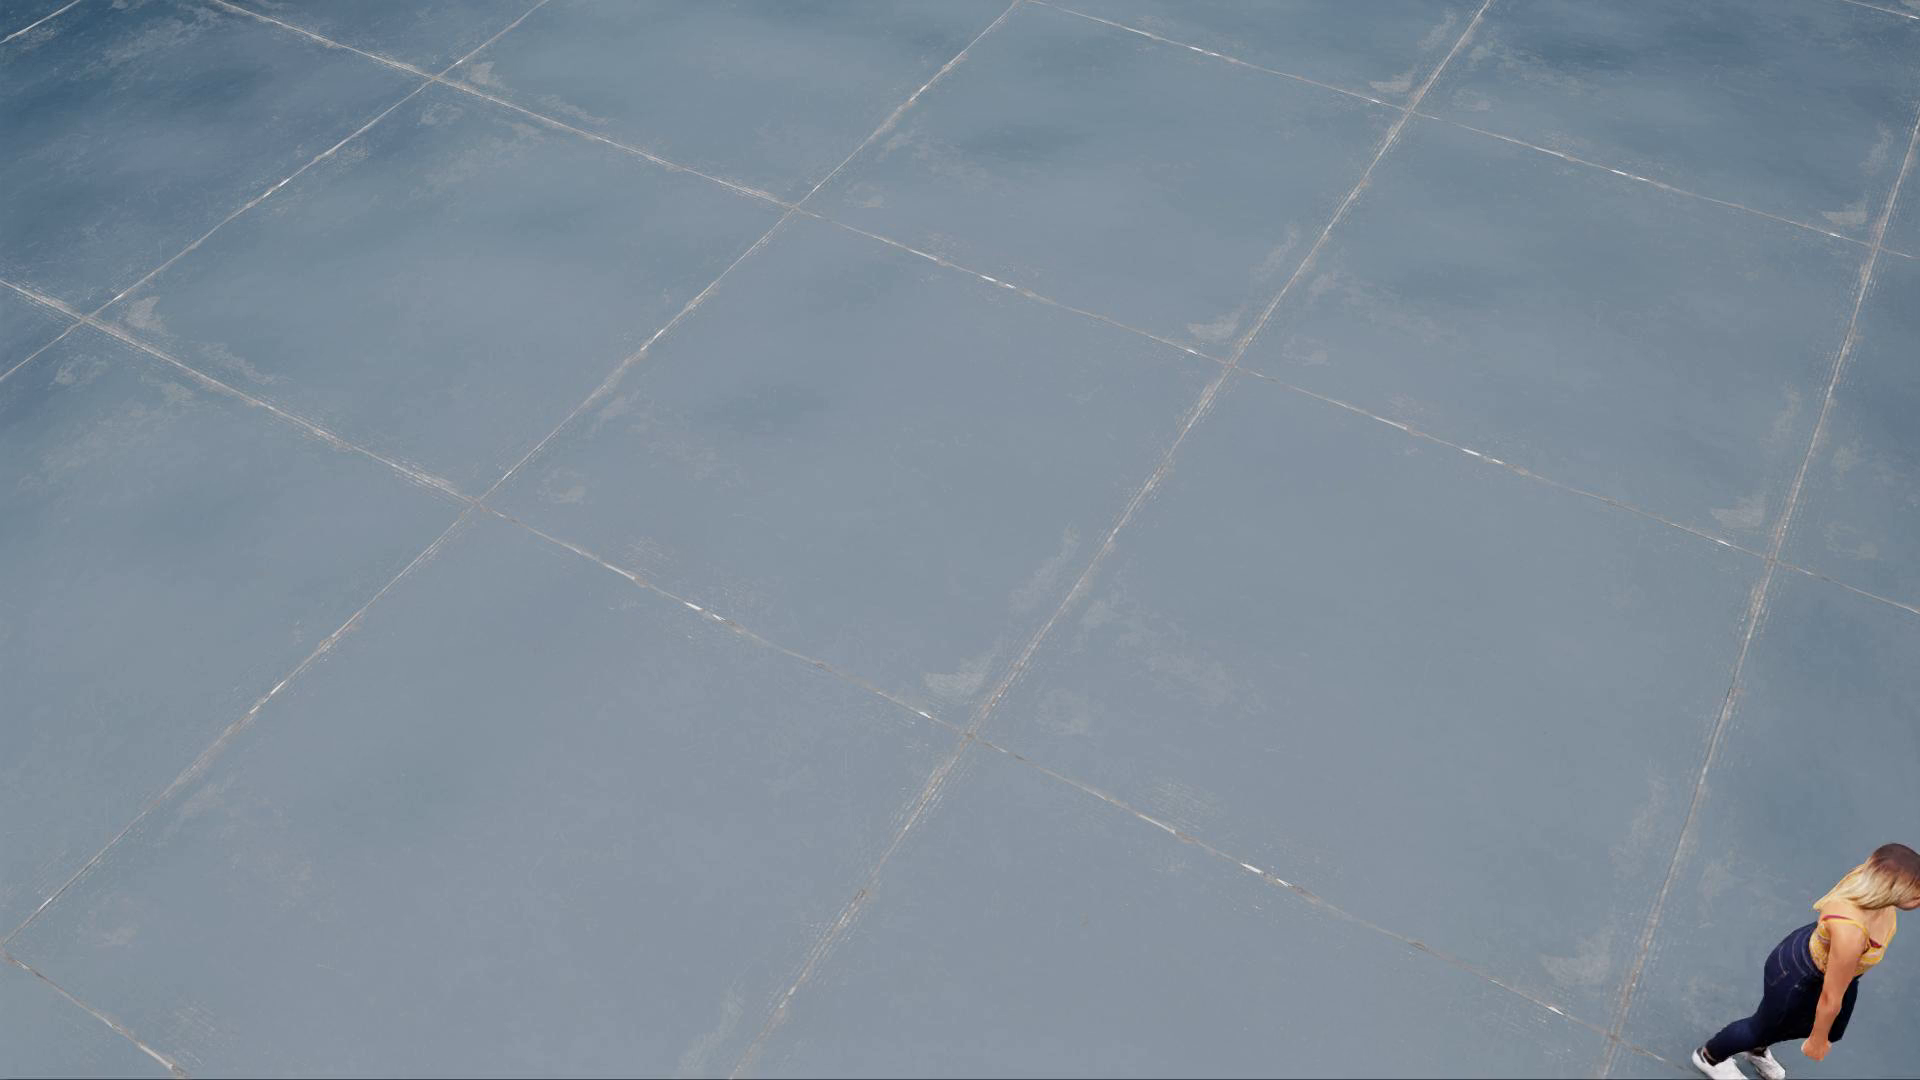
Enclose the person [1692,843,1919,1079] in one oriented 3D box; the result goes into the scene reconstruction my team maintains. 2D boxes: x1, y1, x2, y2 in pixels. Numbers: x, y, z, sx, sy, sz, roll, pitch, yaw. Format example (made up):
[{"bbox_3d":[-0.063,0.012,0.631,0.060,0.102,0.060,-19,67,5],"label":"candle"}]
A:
[{"bbox_3d":[3.003,1.543,6.042,0.662,1.613,0.647,36,57,29],"label":"person"}]
